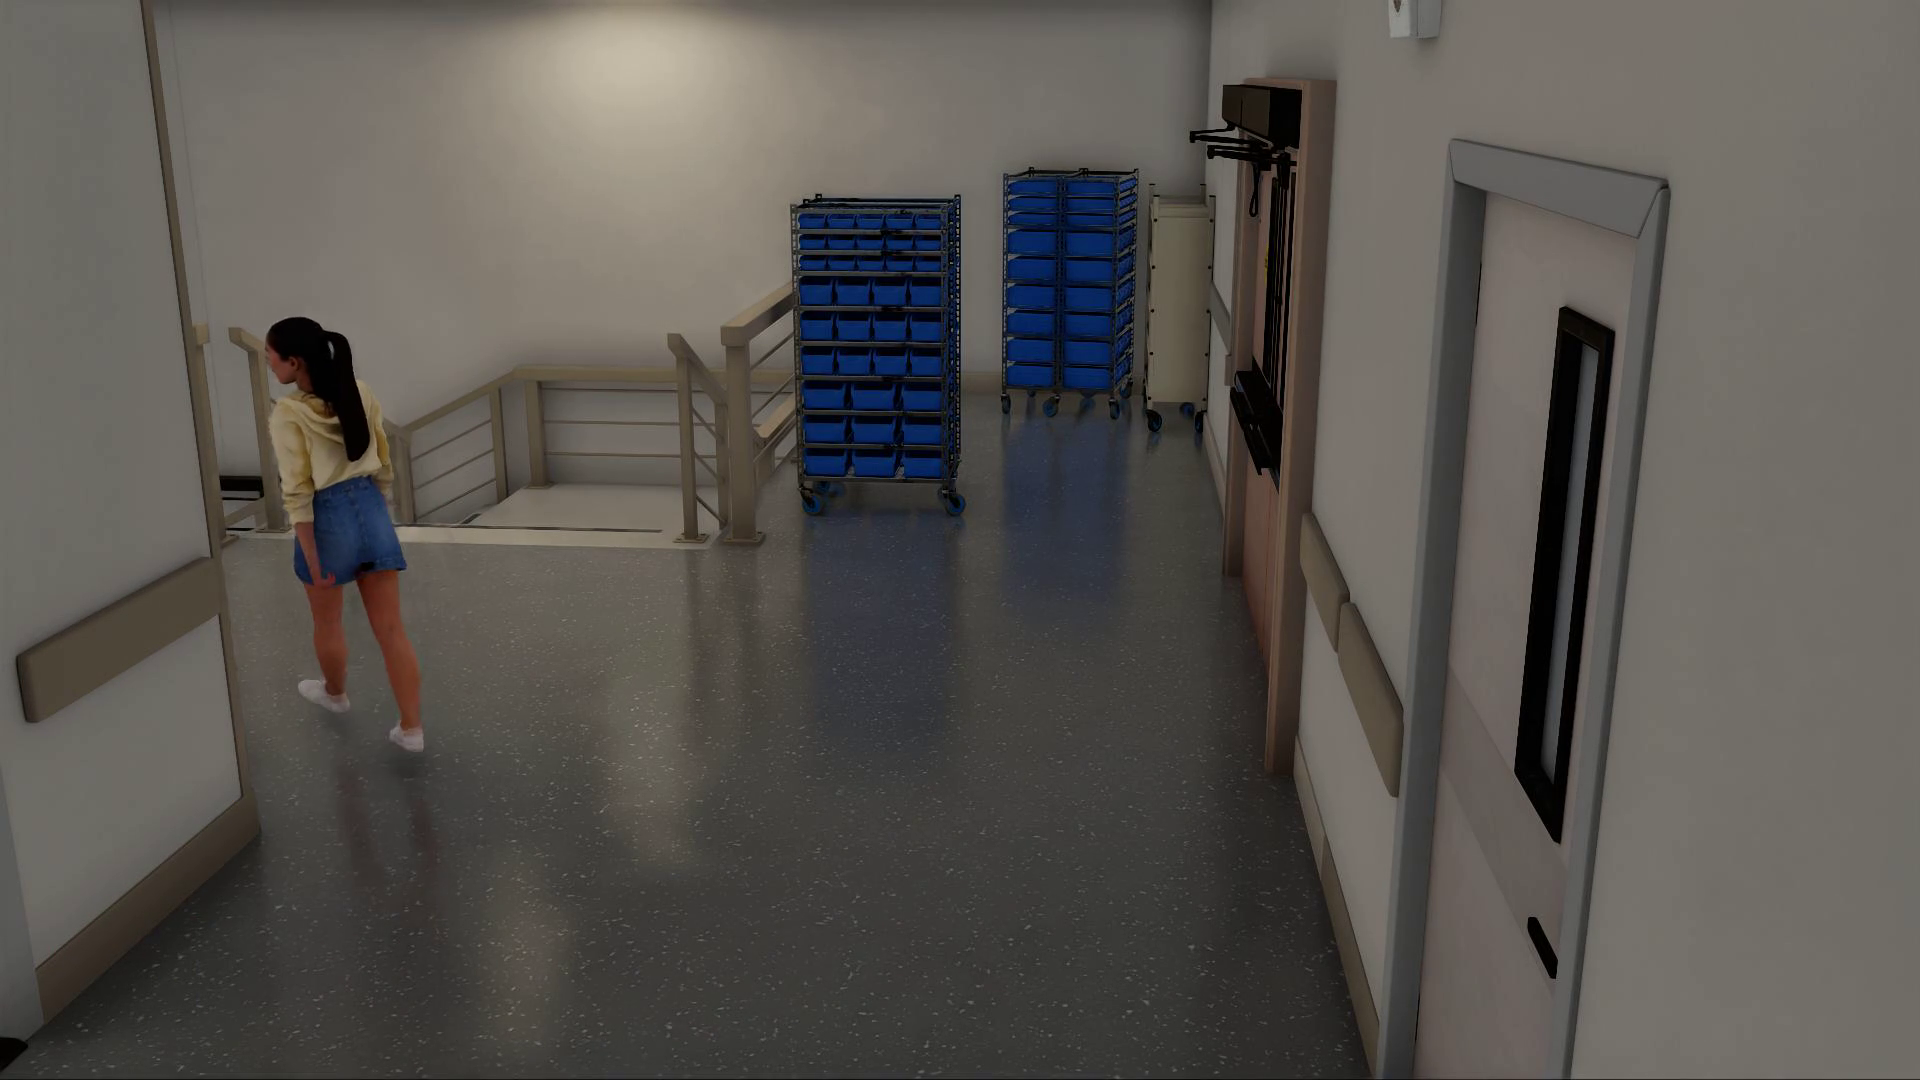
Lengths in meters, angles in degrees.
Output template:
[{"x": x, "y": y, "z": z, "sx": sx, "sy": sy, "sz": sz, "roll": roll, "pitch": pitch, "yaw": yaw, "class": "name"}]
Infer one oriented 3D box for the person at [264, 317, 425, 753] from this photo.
[{"x": -2.175, "y": 0.028, "z": 5.985, "sx": 1.140, "sy": 1.576, "sz": 1.162, "roll": 14, "pitch": 21, "yaw": 41, "class": "person"}]
